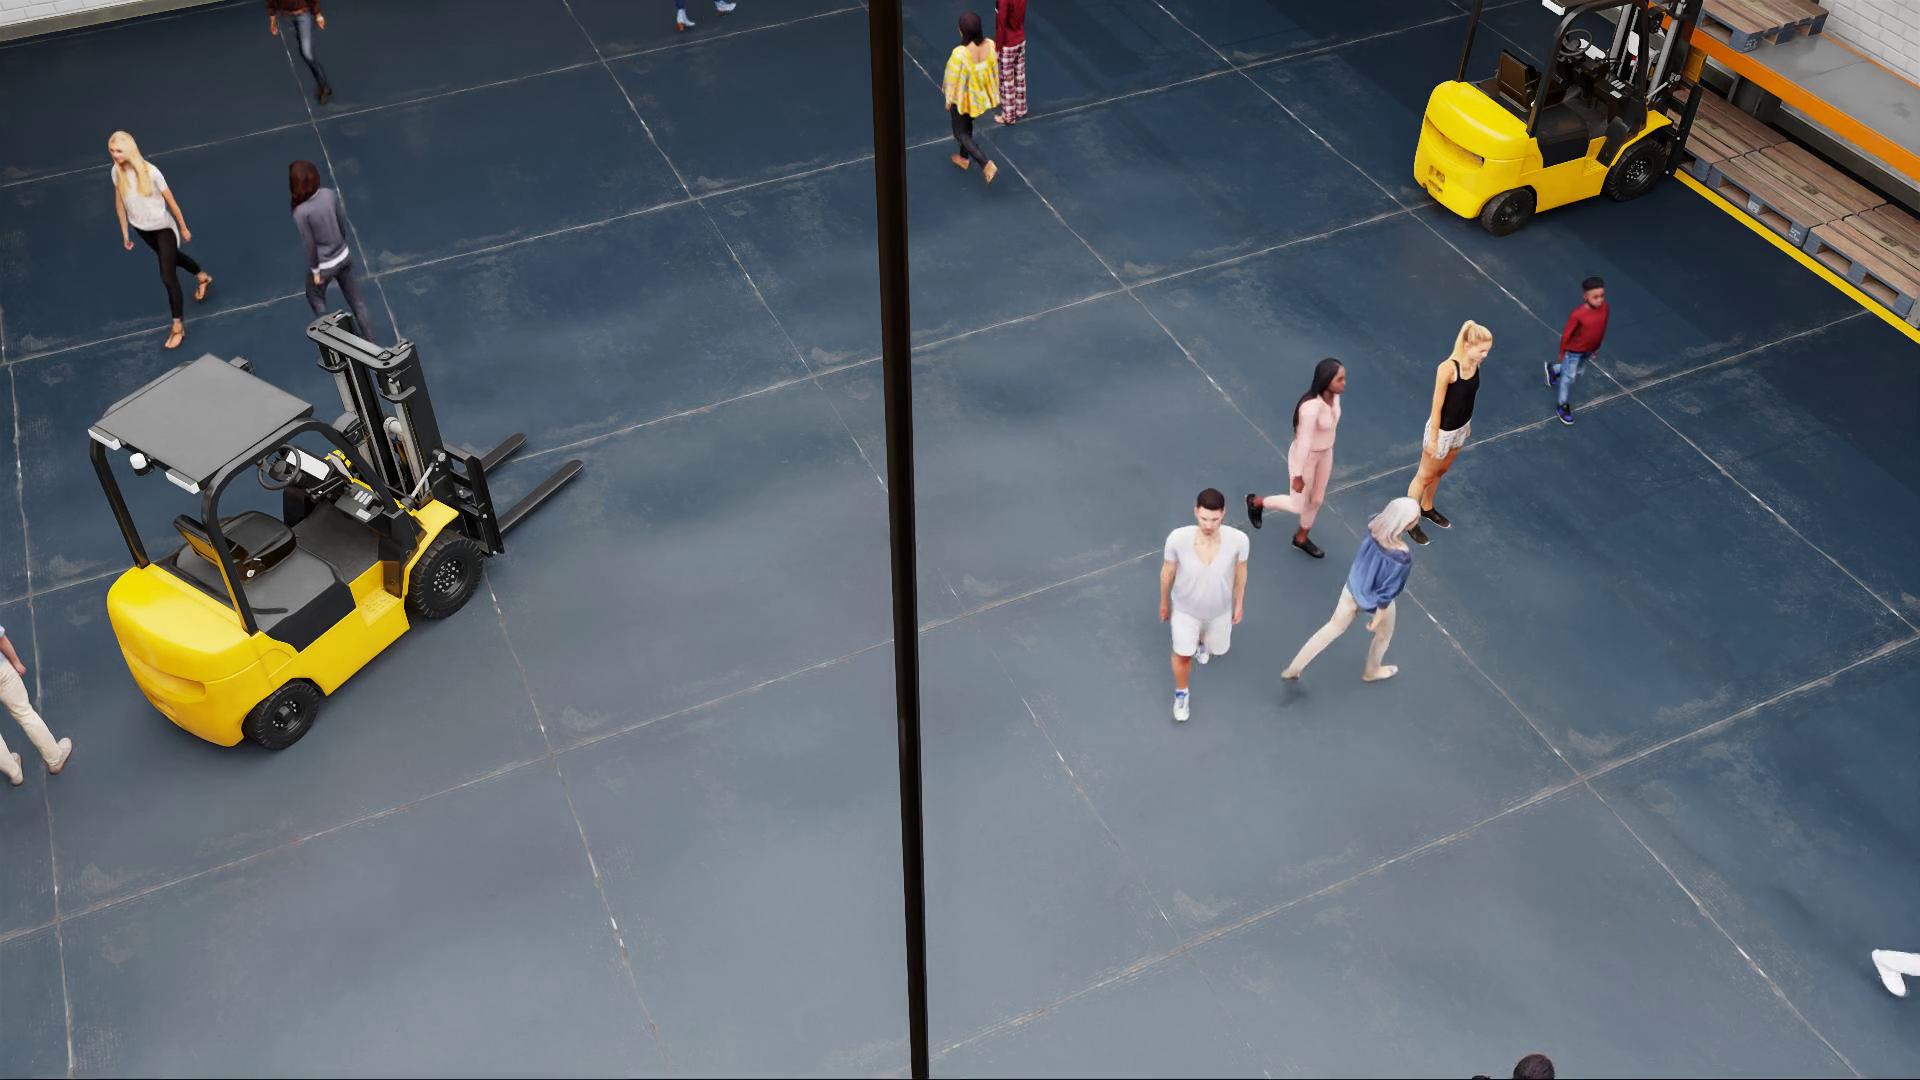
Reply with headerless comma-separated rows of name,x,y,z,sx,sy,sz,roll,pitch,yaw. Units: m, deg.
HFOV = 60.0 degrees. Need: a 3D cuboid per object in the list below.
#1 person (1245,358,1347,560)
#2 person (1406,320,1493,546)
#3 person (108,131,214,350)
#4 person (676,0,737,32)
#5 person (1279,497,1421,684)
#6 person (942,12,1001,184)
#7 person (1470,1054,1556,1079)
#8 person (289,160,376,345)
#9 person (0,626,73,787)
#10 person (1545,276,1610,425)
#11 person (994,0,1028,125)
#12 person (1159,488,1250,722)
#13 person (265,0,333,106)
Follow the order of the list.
person,2.377,-0.584,11.681,0.998,1.705,0.845,30,51,28
person,3.454,-0.805,11.807,0.667,1.851,0.620,-30,51,-28
person,-6.584,-2.593,13.735,1.050,1.780,1.268,5,44,5
person,-2.936,-6.168,17.625,0.846,1.589,0.954,-30,51,-28
person,2.560,0.385,10.702,0.699,1.662,1.012,-21,47,-21
person,0.124,-4.047,15.366,1.050,1.635,0.905,34,53,31
person,2.464,3.013,7.905,0.936,1.704,0.977,15,46,15
person,-4.997,-2.220,13.370,1.010,1.744,0.911,22,48,21
person,-5.995,0.797,10.128,0.664,1.846,0.547,-14,45,-15
person,4.823,-1.550,13.031,0.505,1.241,0.753,-16,46,-16
person,0.500,-4.866,16.175,0.670,1.705,0.684,27,50,25
person,1.539,0.331,10.623,0.922,1.839,1.045,3,44,3
person,-6.541,-5.238,16.526,0.785,1.759,0.833,10,44,10
